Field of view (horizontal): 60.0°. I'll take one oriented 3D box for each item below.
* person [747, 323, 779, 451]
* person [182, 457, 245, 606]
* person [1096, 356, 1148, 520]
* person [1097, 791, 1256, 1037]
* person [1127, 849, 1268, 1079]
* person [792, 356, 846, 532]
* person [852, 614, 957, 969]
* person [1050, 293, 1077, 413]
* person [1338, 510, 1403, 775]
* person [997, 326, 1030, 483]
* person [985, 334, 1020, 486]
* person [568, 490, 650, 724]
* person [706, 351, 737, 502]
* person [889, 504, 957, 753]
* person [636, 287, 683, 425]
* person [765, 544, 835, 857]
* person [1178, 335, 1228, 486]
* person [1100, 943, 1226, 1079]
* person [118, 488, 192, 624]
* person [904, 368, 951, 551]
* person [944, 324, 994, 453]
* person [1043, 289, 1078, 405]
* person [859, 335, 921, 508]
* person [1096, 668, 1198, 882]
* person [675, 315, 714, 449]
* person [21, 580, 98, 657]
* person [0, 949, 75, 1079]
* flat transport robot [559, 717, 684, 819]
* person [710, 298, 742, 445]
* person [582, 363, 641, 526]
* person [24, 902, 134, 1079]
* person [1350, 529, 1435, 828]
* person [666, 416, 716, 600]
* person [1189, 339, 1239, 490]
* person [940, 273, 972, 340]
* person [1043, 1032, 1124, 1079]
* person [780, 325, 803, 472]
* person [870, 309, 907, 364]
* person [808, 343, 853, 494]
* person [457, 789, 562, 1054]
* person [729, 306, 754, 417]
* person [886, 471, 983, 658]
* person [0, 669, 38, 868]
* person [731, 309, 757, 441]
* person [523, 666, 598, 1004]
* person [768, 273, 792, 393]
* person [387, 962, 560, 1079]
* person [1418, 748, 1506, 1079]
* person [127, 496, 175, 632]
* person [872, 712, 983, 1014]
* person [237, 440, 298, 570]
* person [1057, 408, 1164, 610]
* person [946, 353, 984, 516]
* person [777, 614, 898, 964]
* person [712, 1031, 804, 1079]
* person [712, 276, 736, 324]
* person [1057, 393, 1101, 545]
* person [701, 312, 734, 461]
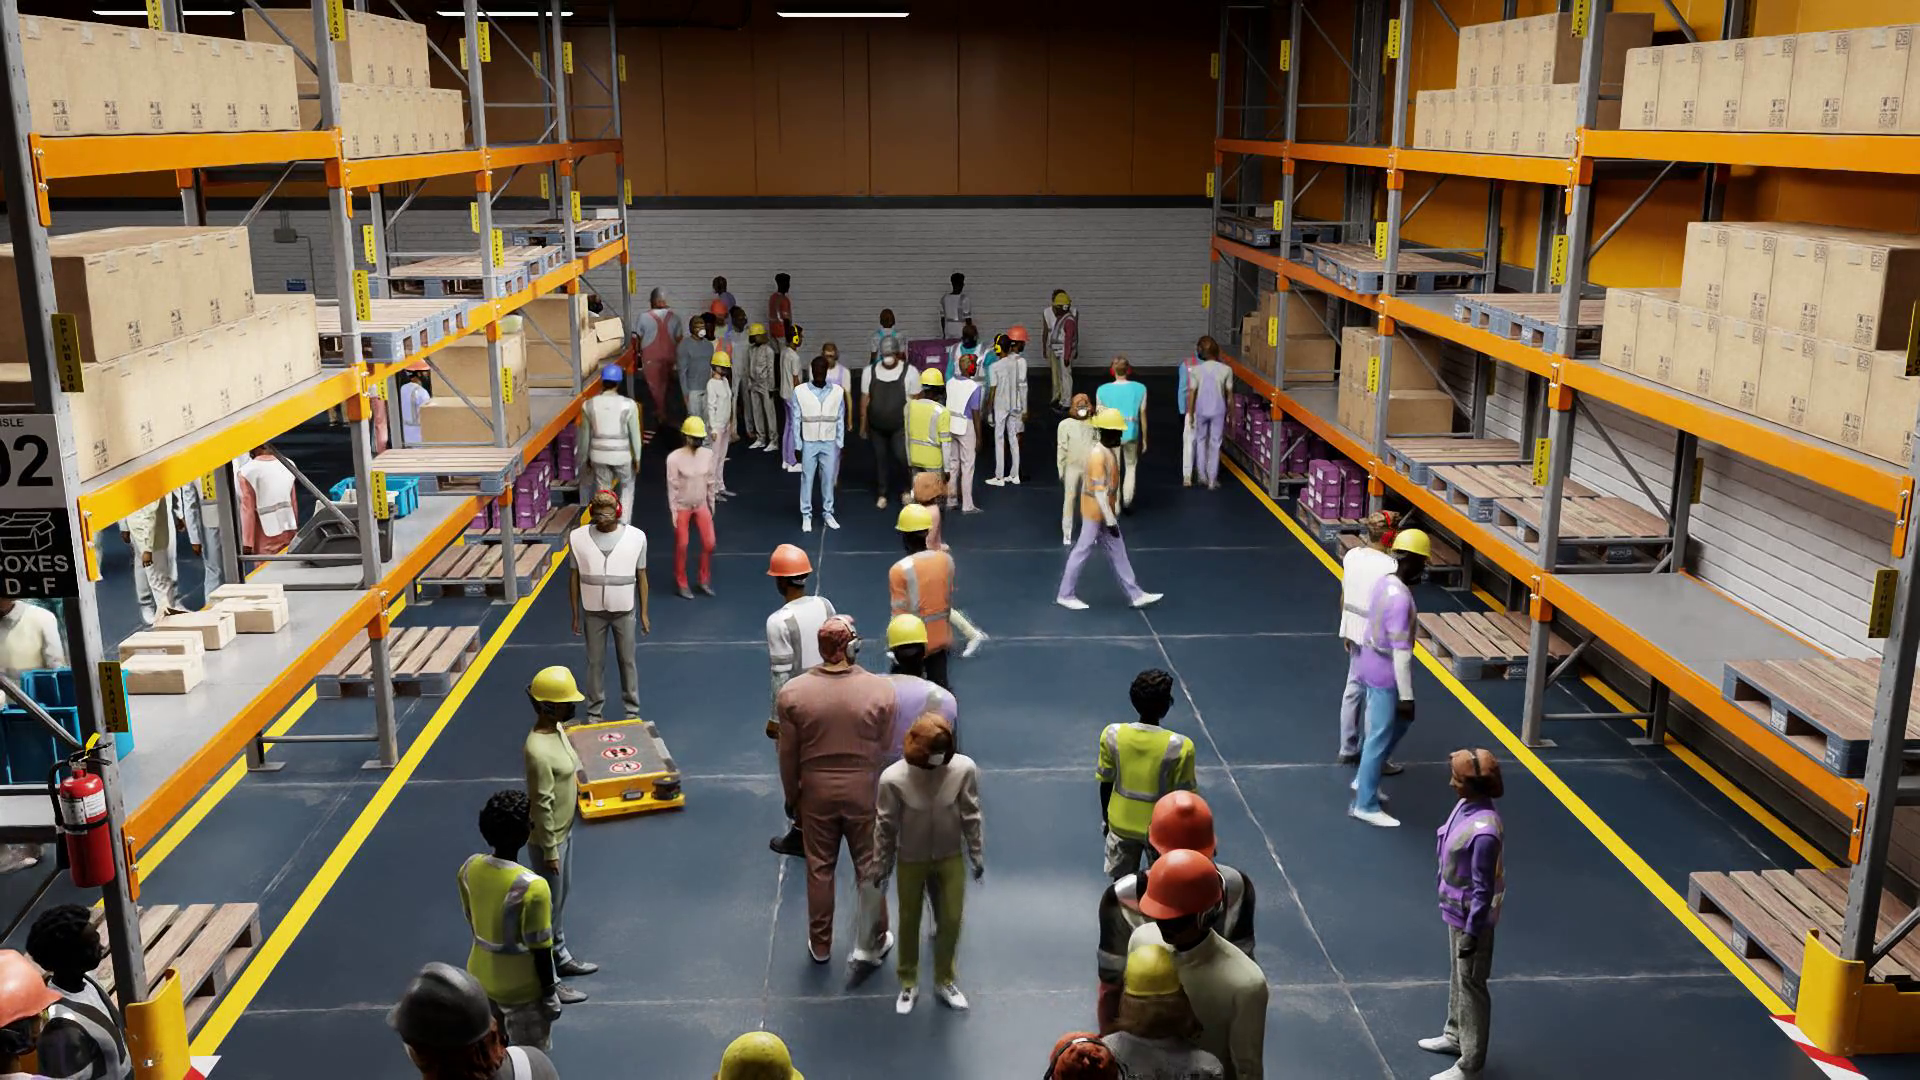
[{"bbox_3d":[-2.695,-2.067,22.451,0.488,1.735,0.338,12,19,40],"label":"person"},{"bbox_3d":[-6.420,-0.101,14.390,0.399,1.907,0.602,7,16,27],"label":"person"},{"bbox_3d":[1.799,-1.146,18.643,0.595,1.824,0.530,0,14,0],"label":"person"},{"bbox_3d":[0.828,1.893,6.321,0.615,2.029,0.409,-3,15,-11],"label":"person"},{"bbox_3d":[0.796,2.018,5.911,0.407,1.986,0.616,-13,20,-42],"label":"person"},{"bbox_3d":[-1.538,-1.058,18.126,0.587,1.914,0.390,-5,15,-20],"label":"person"},{"bbox_3d":[-0.308,1.331,8.828,0.588,1.875,0.909,5,15,17],"label":"person"},{"bbox_3d":[1.578,-2.853,25.365,0.403,1.824,0.590,-2,14,-8],"label":"person"},{"bbox_3d":[2.808,0.698,11.365,0.375,1.843,0.575,-7,16,-25],"label":"person"},{"bbox_3d":[0.678,-1.674,20.519,0.393,1.928,0.548,-9,17,-32],"label":"person"},{"bbox_3d":[0.539,-1.584,20.306,0.511,1.860,0.333,-11,18,-36],"label":"person"},{"bbox_3d":[-2.535,0.524,12.066,0.563,1.837,0.389,-2,14,-8],"label":"person"},{"bbox_3d":[-2.801,-1.337,19.520,0.322,1.765,0.533,3,15,12],"label":"person"},{"bbox_3d":[-0.329,0.671,11.390,0.619,1.876,0.958,-13,19,-41],"label":"person"},{"bbox_3d":[-4.410,-2.732,24.444,0.691,2.000,0.907,-9,17,-31],"label":"person"},{"bbox_3d":[-1.000,0.969,10.126,0.377,1.932,0.552,9,17,33],"label":"person"},{"bbox_3d":[2.966,-1.574,20.296,0.627,1.844,0.429,-2,14,-7],"label":"person"},{"bbox_3d":[0.646,2.238,5.615,0.561,1.692,0.808,9,17,30],"label":"person"},{"bbox_3d":[-7.217,-0.206,14.808,0.404,1.907,0.598,10,17,35],"label":"person"},{"bbox_3d":[-0.319,-0.820,17.195,0.581,1.919,0.395,10,17,35],"label":"person"},{"bbox_3d":[0.149,-1.951,21.867,0.617,1.810,0.896,7,16,25],"label":"person"},{"bbox_3d":[1.568,-3.007,25.955,0.577,1.830,0.410,5,15,18],"label":"person"},{"bbox_3d":[-0.817,-1.362,19.067,0.700,2.000,0.540,3,15,11],"label":"person"},{"bbox_3d":[0.965,1.481,8.582,0.540,1.699,0.317,7,16,25],"label":"person"},{"bbox_3d":[-3.374,-1.938,21.532,0.372,1.940,0.631,11,18,36],"label":"person"},{"bbox_3d":[-6.935,0.311,12.763,0.636,1.911,0.404,0,14,0],"label":"person"},{"bbox_3d":[-2.821,2.207,5.055,0.613,2.039,0.389,-1,14,-5],"label":"person"},{"bbox_3d":[-2.335,1.507,11.331,0.652,0.197,1.431,-5,15,-19],"label":"flat transport robot"},{"bbox_3d":[-3.335,-2.366,23.086,0.626,2.012,0.882,-2,14,-8],"label":"person"},{"bbox_3d":[-3.631,-0.884,17.412,0.631,1.926,0.449,0,14,0],"label":"person"},{"bbox_3d":[-3.175,2.121,6.076,0.318,1.699,0.535,-6,16,-24],"label":"person"},{"bbox_3d":[2.740,0.890,10.524,0.454,1.897,0.787,3,15,10],"label":"person"},{"bbox_3d":[-2.485,-0.291,15.454,0.557,1.747,0.501,-11,18,-36],"label":"person"},{"bbox_3d":[3.078,-1.525,20.139,0.587,1.829,0.492,4,15,16],"label":"person"},{"bbox_3d":[-0.043,-3.372,27.103,0.606,1.966,0.367,10,17,34],"label":"person"},{"bbox_3d":[0.363,2.329,4.902,0.575,1.880,0.360,0,14,-1],"label":"person"},{"bbox_3d":[-2.116,-1.792,21.120,0.328,1.862,0.511,-6,16,-23],"label":"person"},{"bbox_3d":[-0.995,-2.283,23.076,0.507,1.842,0.339,-1,14,-4],"label":"person"},{"bbox_3d":[-1.541,-1.450,19.898,0.529,1.791,1.006,-1,14,-6],"label":"person"},{"bbox_3d":[-1.896,1.873,7.065,0.534,1.694,0.320,11,18,37],"label":"person"},{"bbox_3d":[-3.321,-2.683,24.991,0.554,1.680,0.393,3,15,12],"label":"person"},{"bbox_3d":[-0.198,0.217,13.727,0.752,1.608,0.504,-2,14,-7],"label":"person"},{"bbox_3d":[-5.752,1.099,9.671,0.409,1.907,0.651,1,14,5],"label":"person"},{"bbox_3d":[-3.060,-2.300,23.151,0.501,1.841,0.349,-7,16,-25],"label":"person"},{"bbox_3d":[-2.044,1.486,8.454,0.338,1.761,0.524,-1,14,-4],"label":"person"},{"bbox_3d":[-2.917,-3.382,27.170,0.365,1.959,0.606,-8,16,-29],"label":"person"},{"bbox_3d":[-1.531,2.206,5.057,0.538,2.000,0.683,6,15,22],"label":"person"},{"bbox_3d":[2.355,1.735,7.709,0.309,1.639,0.514,2,14,7],"label":"person"},{"bbox_3d":[-6.957,0.006,14.265,0.330,1.751,0.565,-6,15,-21],"label":"person"},{"bbox_3d":[-0.163,1.601,8.278,0.554,1.617,0.336,-3,15,-13],"label":"person"},{"bbox_3d":[-5.877,-0.056,14.217,0.404,1.907,0.597,5,15,20],"label":"person"},{"bbox_3d":[1.347,-0.257,15.054,1.009,1.870,0.603,5,15,18],"label":"person"},{"bbox_3d":[0.032,-1.195,18.830,0.394,1.836,0.561,-11,18,-37],"label":"person"},{"bbox_3d":[-0.626,1.323,8.802,0.643,1.905,0.399,0,14,0],"label":"person"},{"bbox_3d":[-0.631,2.329,5.192,0.320,1.738,0.483,2,14,6],"label":"person"},{"bbox_3d":[-3.808,-3.295,26.883,0.365,1.932,0.630,4,15,15],"label":"person"},{"bbox_3d":[1.266,-0.744,17.477,0.505,1.624,0.295,-3,15,-10],"label":"person"},{"bbox_3d":[-3.252,-1.995,21.701,0.610,1.965,0.363,-5,15,-18],"label":"person"}]
